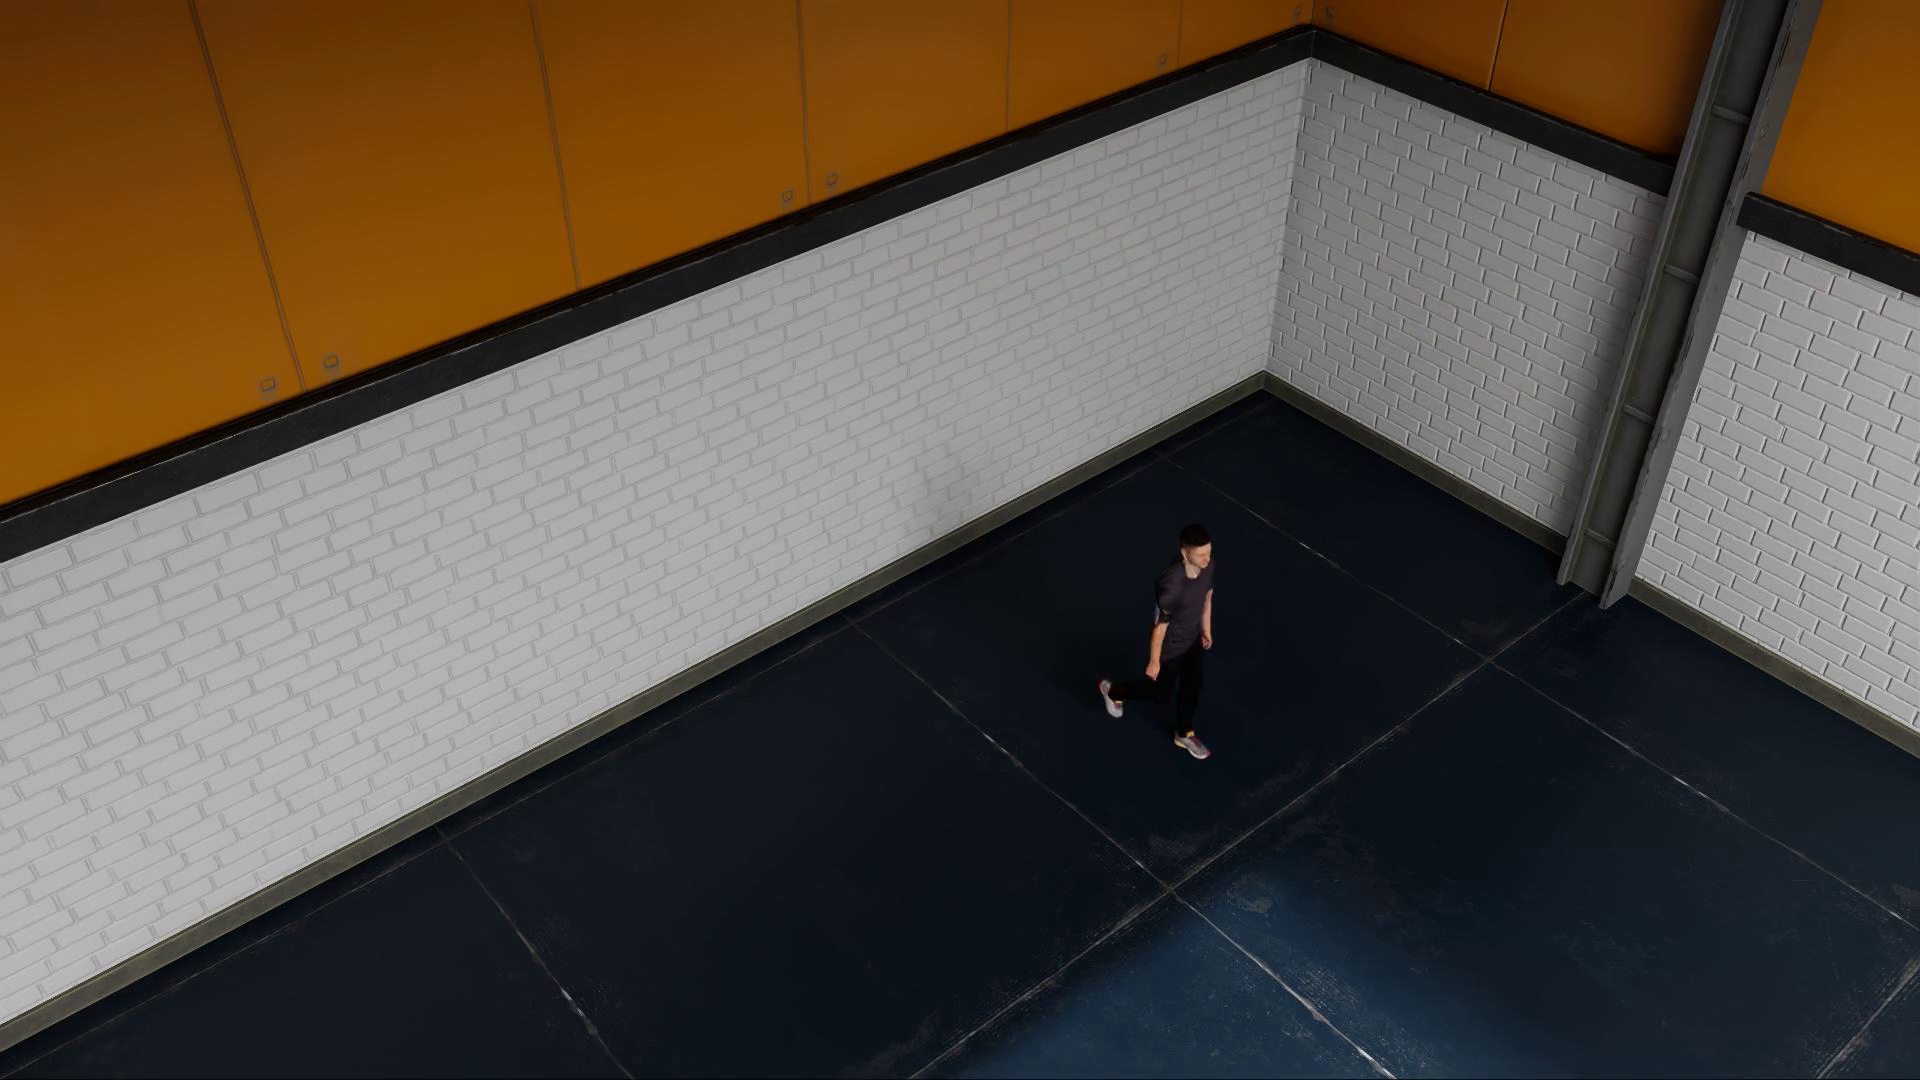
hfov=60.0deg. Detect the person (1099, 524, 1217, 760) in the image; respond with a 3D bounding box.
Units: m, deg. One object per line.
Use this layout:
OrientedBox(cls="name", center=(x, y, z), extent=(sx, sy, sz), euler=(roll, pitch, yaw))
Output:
OrientedBox(cls="person", center=(1.213, 0.565, 9.899), extent=(1.004, 1.739, 0.750), euler=(28, 46, 30))
